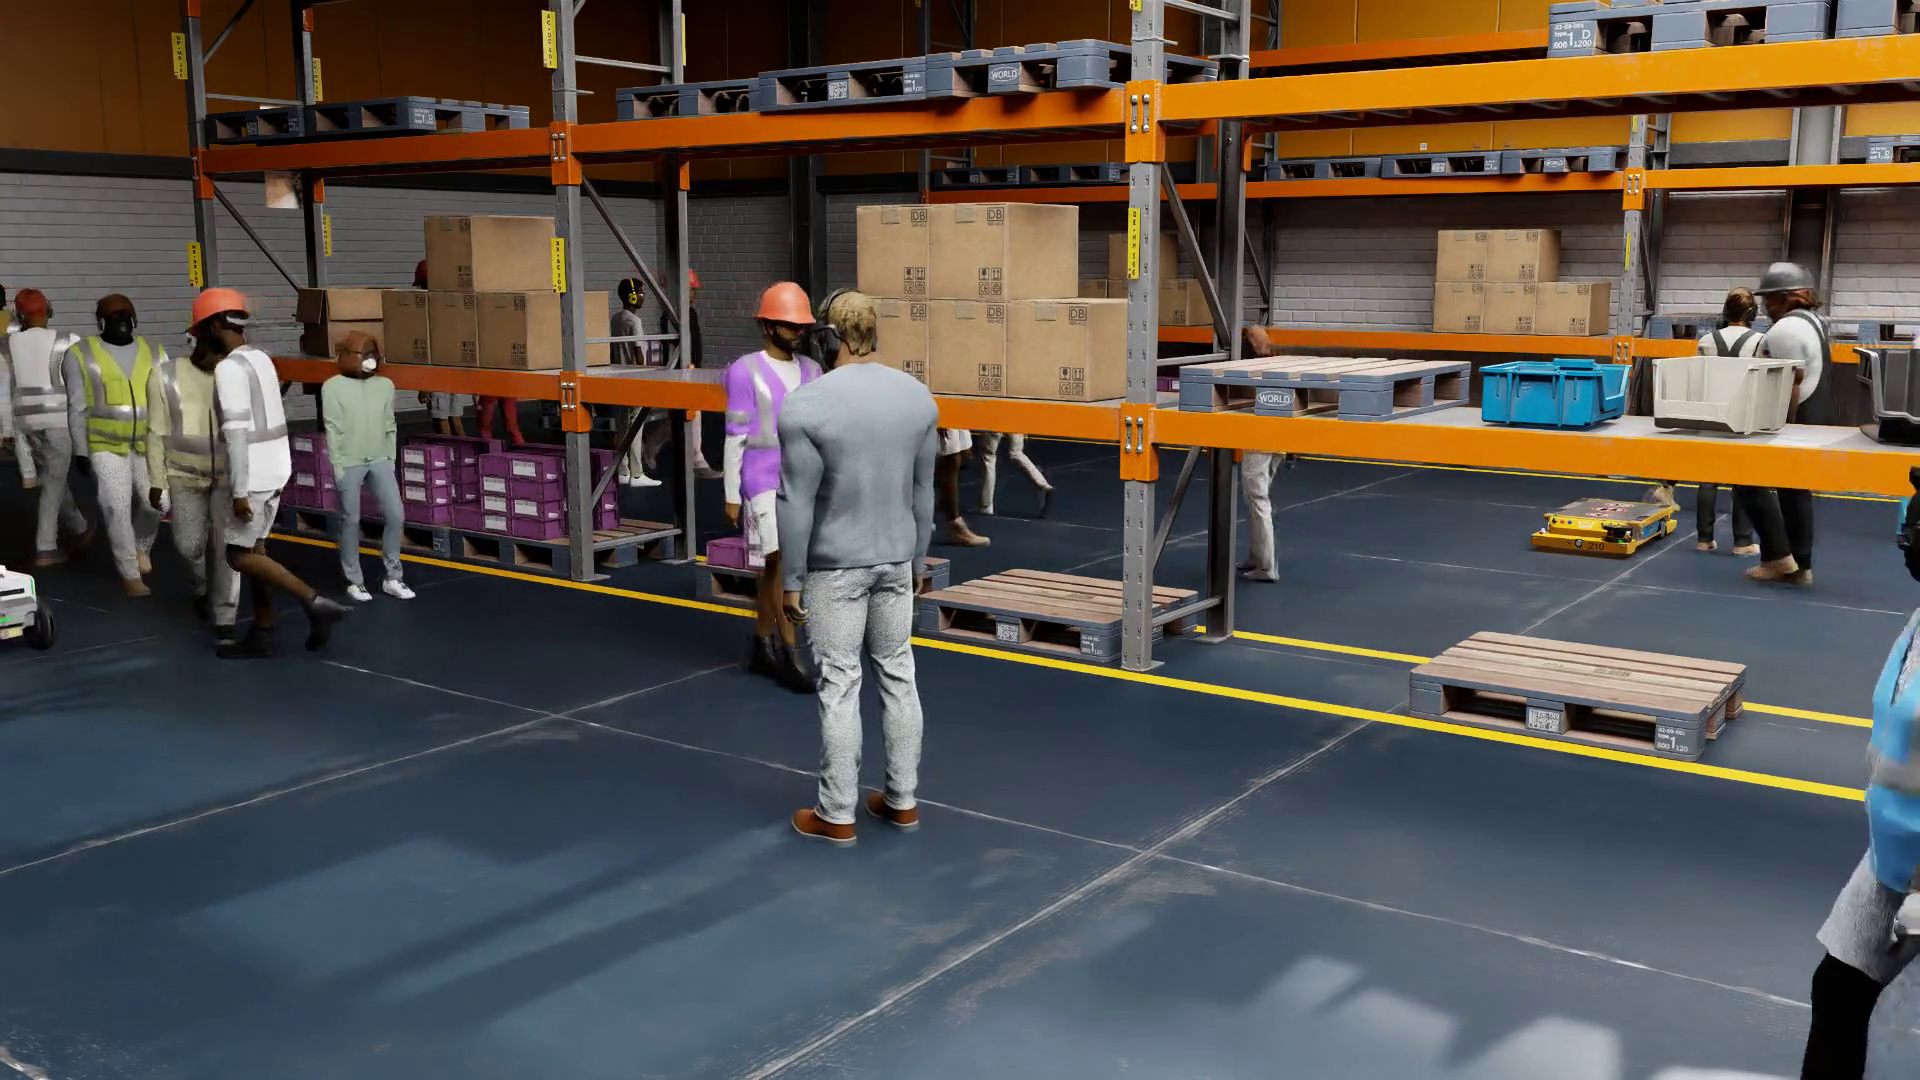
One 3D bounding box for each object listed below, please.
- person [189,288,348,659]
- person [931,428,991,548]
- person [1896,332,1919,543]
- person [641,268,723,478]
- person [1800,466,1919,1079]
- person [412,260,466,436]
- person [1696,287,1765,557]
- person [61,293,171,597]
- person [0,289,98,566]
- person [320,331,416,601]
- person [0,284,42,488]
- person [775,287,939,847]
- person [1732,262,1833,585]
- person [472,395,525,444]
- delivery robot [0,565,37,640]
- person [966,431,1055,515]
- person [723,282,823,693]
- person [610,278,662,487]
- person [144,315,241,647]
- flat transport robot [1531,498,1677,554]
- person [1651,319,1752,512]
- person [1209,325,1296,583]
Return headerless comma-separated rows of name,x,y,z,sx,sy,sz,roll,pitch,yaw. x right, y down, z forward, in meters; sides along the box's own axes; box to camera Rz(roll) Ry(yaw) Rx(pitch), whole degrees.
person,-3.479,-0.309,8.316,0.651,1.892,0.594,0,10,-1
person,-0.107,-0.960,11.781,0.663,2.029,0.630,3,10,17
person,6.922,-0.874,11.824,0.570,1.843,0.372,-6,11,-33
person,-2.649,-1.559,15.564,0.848,1.970,0.624,2,10,14
person,2.017,0.647,3.312,0.826,1.662,0.533,2,10,9
person,-4.493,-1.391,14.349,0.387,2.034,0.605,2,10,11
person,5.296,-0.806,11.417,0.506,1.846,0.351,9,13,43
person,-5.103,-0.582,10.137,0.625,1.831,0.560,-9,13,-42
person,-6.143,-0.781,11.310,0.613,1.820,1.010,0,10,-1
person,-3.499,-0.420,9.828,0.571,1.613,0.505,8,13,41
person,-8.524,-1.366,14.767,0.625,1.843,0.430,-3,10,-16
person,-0.360,0.099,5.782,0.628,1.932,0.365,-7,12,-35
person,5.126,-0.727,10.367,0.544,2.000,0.726,8,13,41
person,-4.198,-1.361,15.075,0.540,1.727,0.705,-8,12,-40
delivery robot,-5.106,0.266,8.595,0.707,0.478,0.477,6,11,34
person,0.395,-0.975,13.109,0.678,1.614,0.517,8,12,40
person,-0.775,-0.245,7.851,0.777,1.910,0.558,8,13,41
person,-2.942,-1.413,14.963,0.316,1.870,0.531,-8,12,-38
person,-3.994,-0.355,8.836,0.607,1.813,0.626,-6,11,-30
flat transport robot,4.663,-0.116,11.991,0.652,0.197,1.431,7,12,35
person,6.012,-1.006,13.205,0.900,1.651,0.525,6,11,32
person,1.857,-0.554,10.575,0.552,1.612,0.580,-7,12,-38
